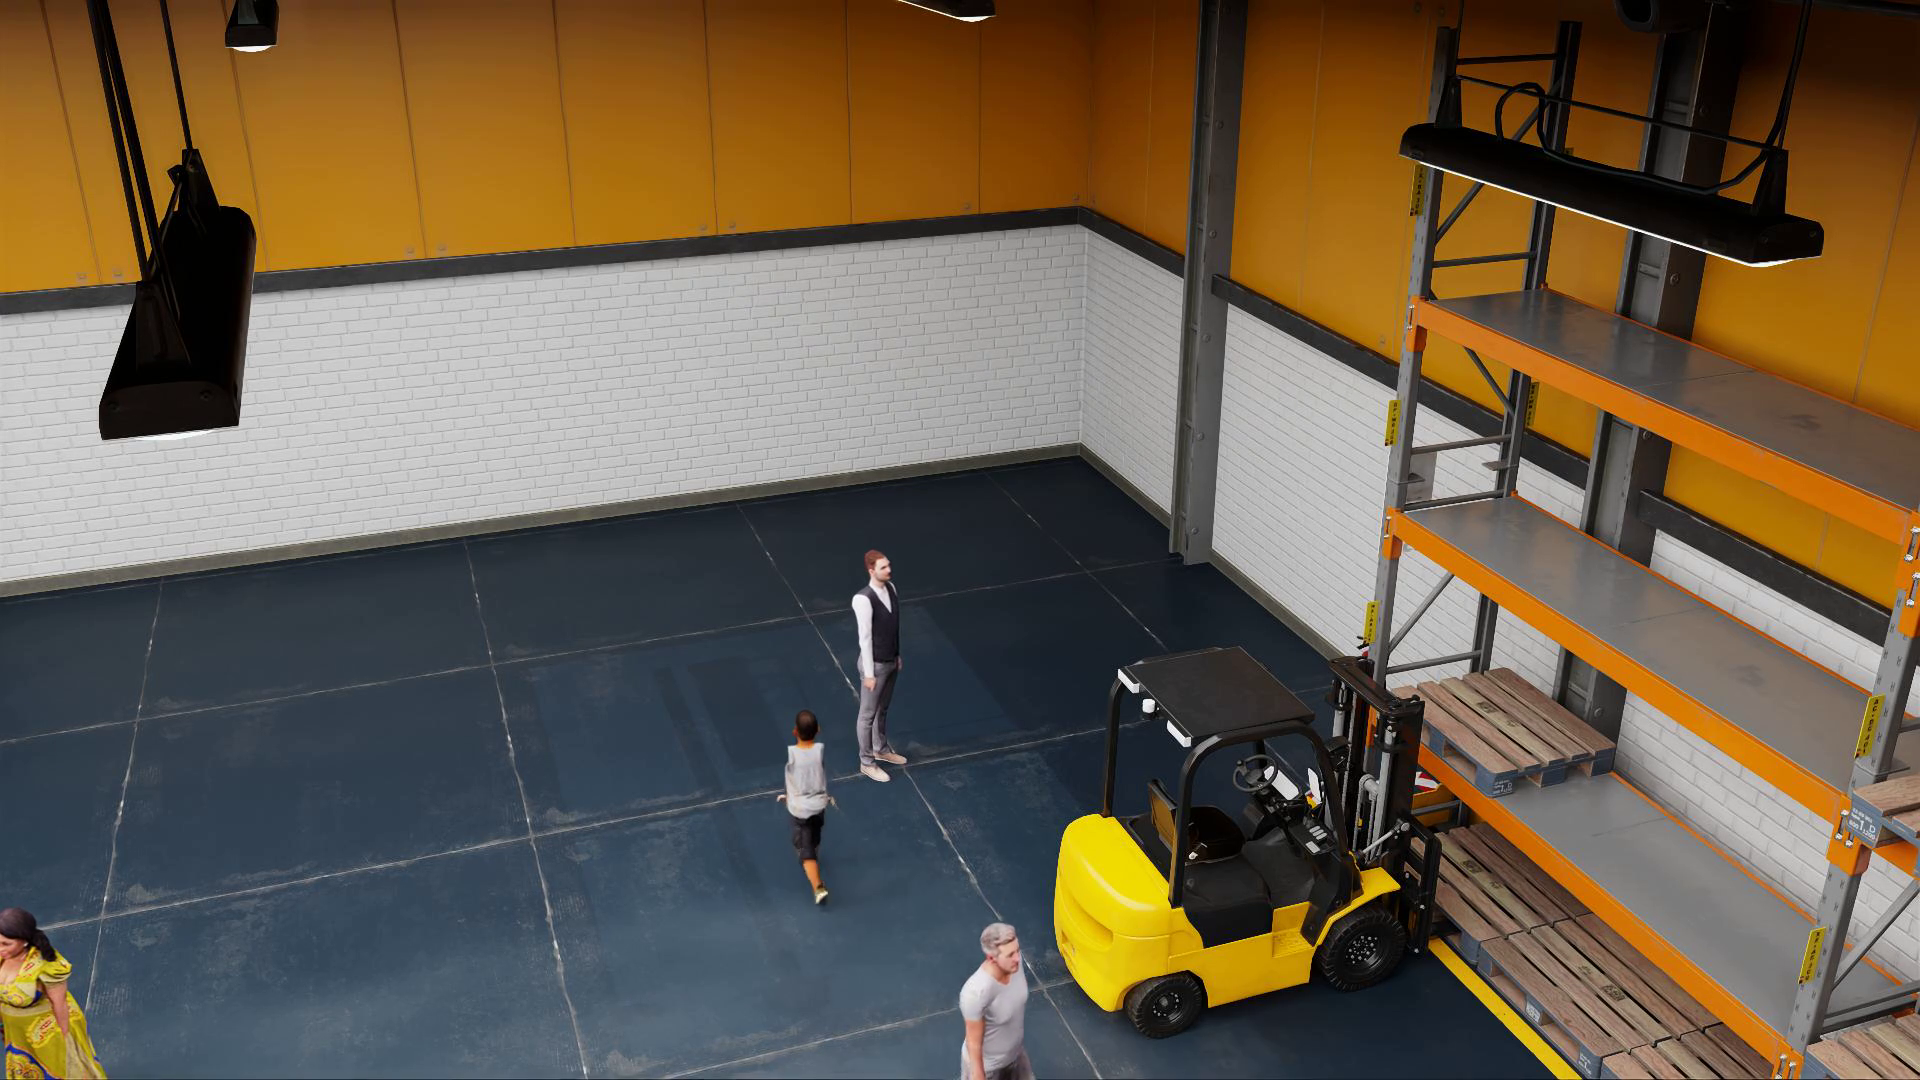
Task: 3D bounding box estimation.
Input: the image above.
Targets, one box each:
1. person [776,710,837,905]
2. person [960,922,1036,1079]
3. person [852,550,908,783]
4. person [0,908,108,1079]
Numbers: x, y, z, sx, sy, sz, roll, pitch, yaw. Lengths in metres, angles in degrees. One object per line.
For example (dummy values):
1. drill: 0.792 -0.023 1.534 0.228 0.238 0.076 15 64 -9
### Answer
1. person: -1.085 1.870 11.922 0.578 1.430 0.999 -8 25 -17
2. person: 0.106 2.839 9.244 1.144 1.800 1.040 16 28 32
3. person: -0.663 0.967 13.355 0.789 1.937 0.742 12 26 26
4. person: -5.266 2.793 9.530 0.998 1.656 1.013 5 24 11
